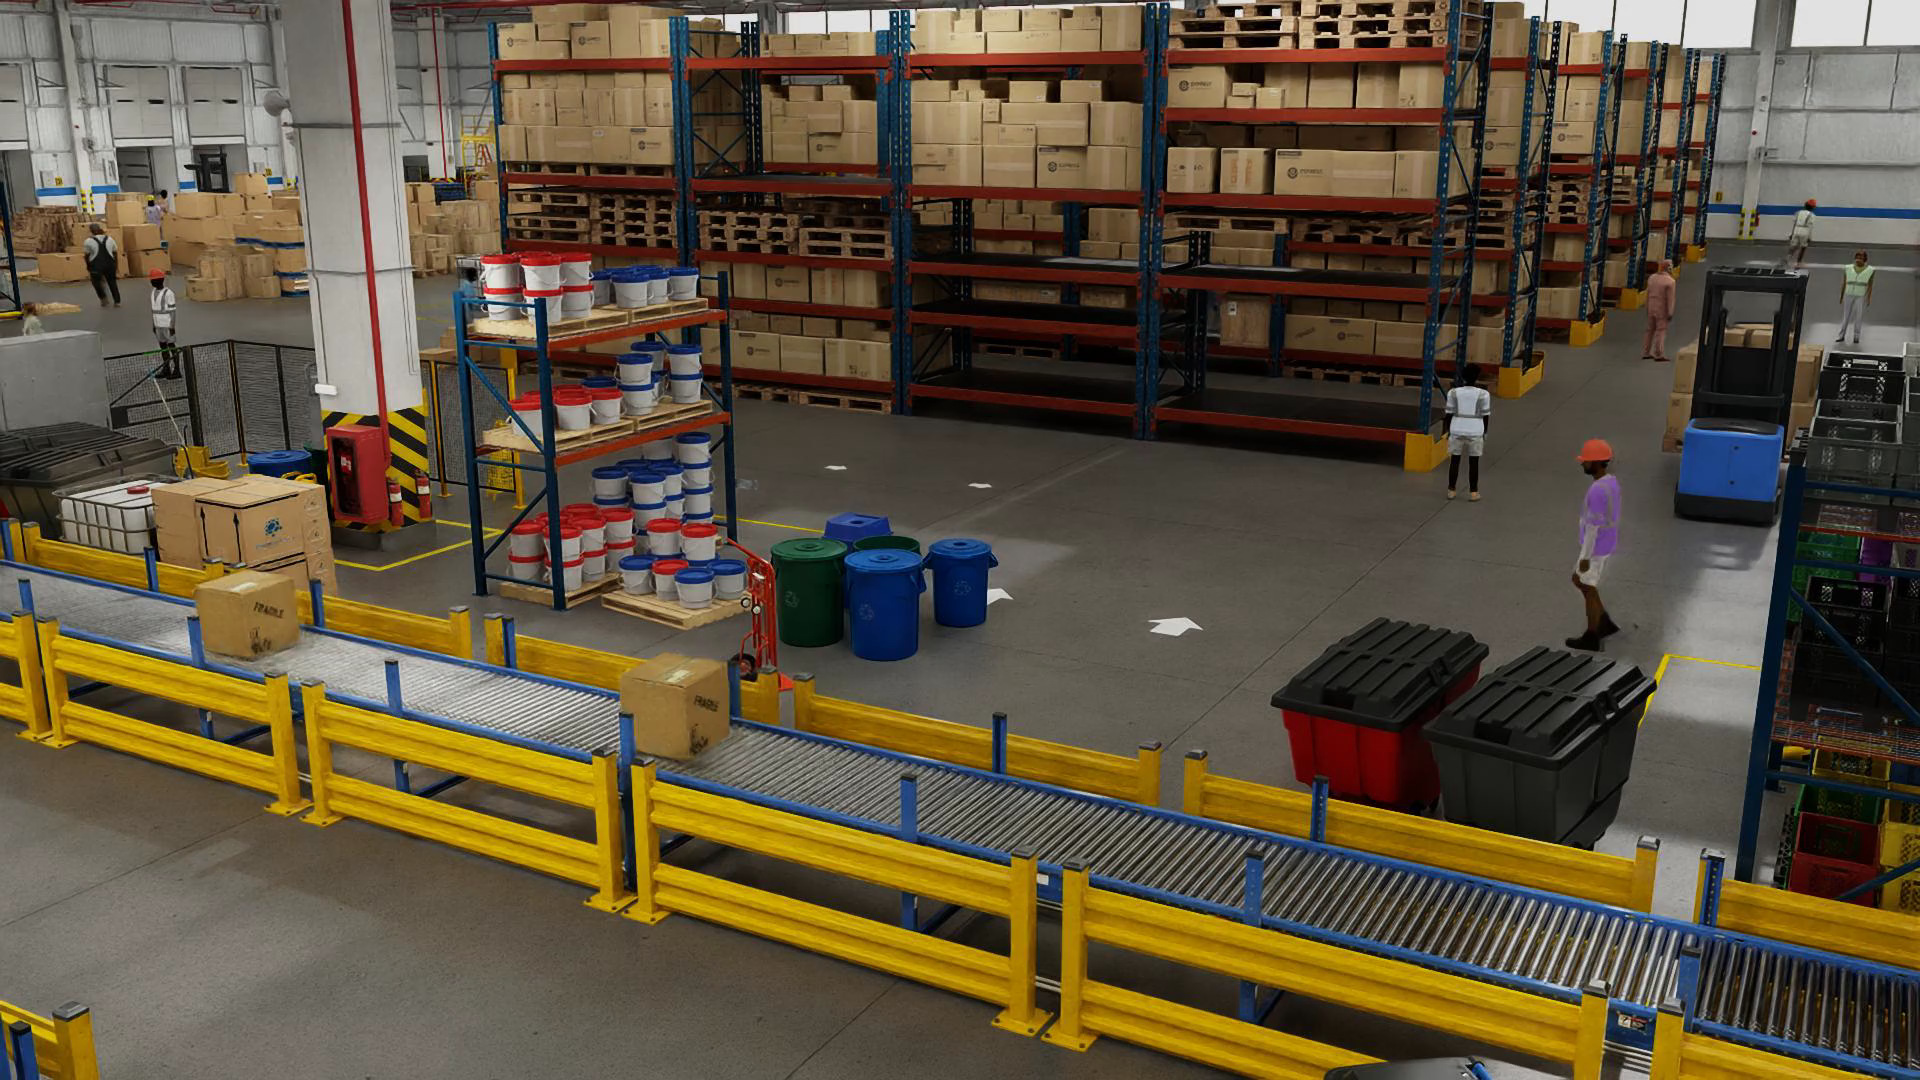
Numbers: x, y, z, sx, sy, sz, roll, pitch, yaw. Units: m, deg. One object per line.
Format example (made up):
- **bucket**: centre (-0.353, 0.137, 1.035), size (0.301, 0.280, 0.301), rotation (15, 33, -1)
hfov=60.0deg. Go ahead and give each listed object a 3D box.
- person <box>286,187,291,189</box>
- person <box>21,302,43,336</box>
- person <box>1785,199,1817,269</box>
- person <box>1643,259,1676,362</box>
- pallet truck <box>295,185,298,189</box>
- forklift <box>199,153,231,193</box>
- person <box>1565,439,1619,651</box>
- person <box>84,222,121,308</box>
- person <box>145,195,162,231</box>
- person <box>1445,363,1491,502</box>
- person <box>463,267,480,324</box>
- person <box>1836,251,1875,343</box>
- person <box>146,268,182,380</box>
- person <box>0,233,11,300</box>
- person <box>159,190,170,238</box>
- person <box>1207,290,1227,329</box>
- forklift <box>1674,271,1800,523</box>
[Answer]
- **person**: centre (-22.362, -10.875, 55.829), size (0.637, 1.921, 0.804), rotation (4, 15, 14)
- **person**: centre (-15.142, -3.116, 27.287), size (0.873, 1.598, 0.527), rotation (-11, 19, -37)
- **person**: centre (24.231, -8.807, 47.882), size (0.655, 2.006, 0.647), rotation (-7, 17, -26)
- **person**: centre (13.126, -4.294, 31.131), size (0.398, 1.899, 0.647), rotation (-6, 16, -22)
- **pallet truck**: centre (-26.804, -14.617, 69.738), size (1.885, 1.965, 0.823), rotation (-14, 20, -42)
- **forklift**: centre (-27.440, -12.865, 61.464), size (1.873, 2.768, 1.129), rotation (8, 17, 28)
- **person**: centre (5.601, 0.049, 14.754), size (0.408, 1.917, 0.558), rotation (9, 17, 31)
- **person**: centre (-20.111, -6.455, 38.973), size (0.537, 2.000, 0.696), rotation (14, 20, 43)
- **person**: centre (-25.085, -9.780, 51.744), size (0.600, 1.903, 0.614), rotation (8, 17, 28)
- **person**: centre (6.179, -1.306, 20.278), size (0.532, 1.696, 0.319), rotation (7, 16, 25)
- **person**: centre (-9.372, -4.402, 31.982), size (0.791, 1.648, 0.590), rotation (-3, 15, -12)
- **person**: centre (18.056, -4.900, 33.516), size (0.563, 1.837, 0.389), rotation (11, 18, 36)
- **person**: centre (-13.956, -3.780, 29.115), size (0.550, 1.937, 0.357), rotation (8, 17, 27)
- **person**: centre (-23.543, -6.854, 40.668), size (0.355, 1.937, 0.634), rotation (-3, 15, -10)
- **person**: centre (-27.964, -11.465, 58.505), size (0.656, 1.675, 0.543), rotation (-1, 15, -4)
- **person**: centre (5.117, -4.649, 32.626), size (0.879, 1.804, 0.647), rotation (9, 17, 30)
- **forklift**: centre (9.269, -1.763, 19.726), size (1.129, 2.768, 1.873), rotation (8, 17, 27)
